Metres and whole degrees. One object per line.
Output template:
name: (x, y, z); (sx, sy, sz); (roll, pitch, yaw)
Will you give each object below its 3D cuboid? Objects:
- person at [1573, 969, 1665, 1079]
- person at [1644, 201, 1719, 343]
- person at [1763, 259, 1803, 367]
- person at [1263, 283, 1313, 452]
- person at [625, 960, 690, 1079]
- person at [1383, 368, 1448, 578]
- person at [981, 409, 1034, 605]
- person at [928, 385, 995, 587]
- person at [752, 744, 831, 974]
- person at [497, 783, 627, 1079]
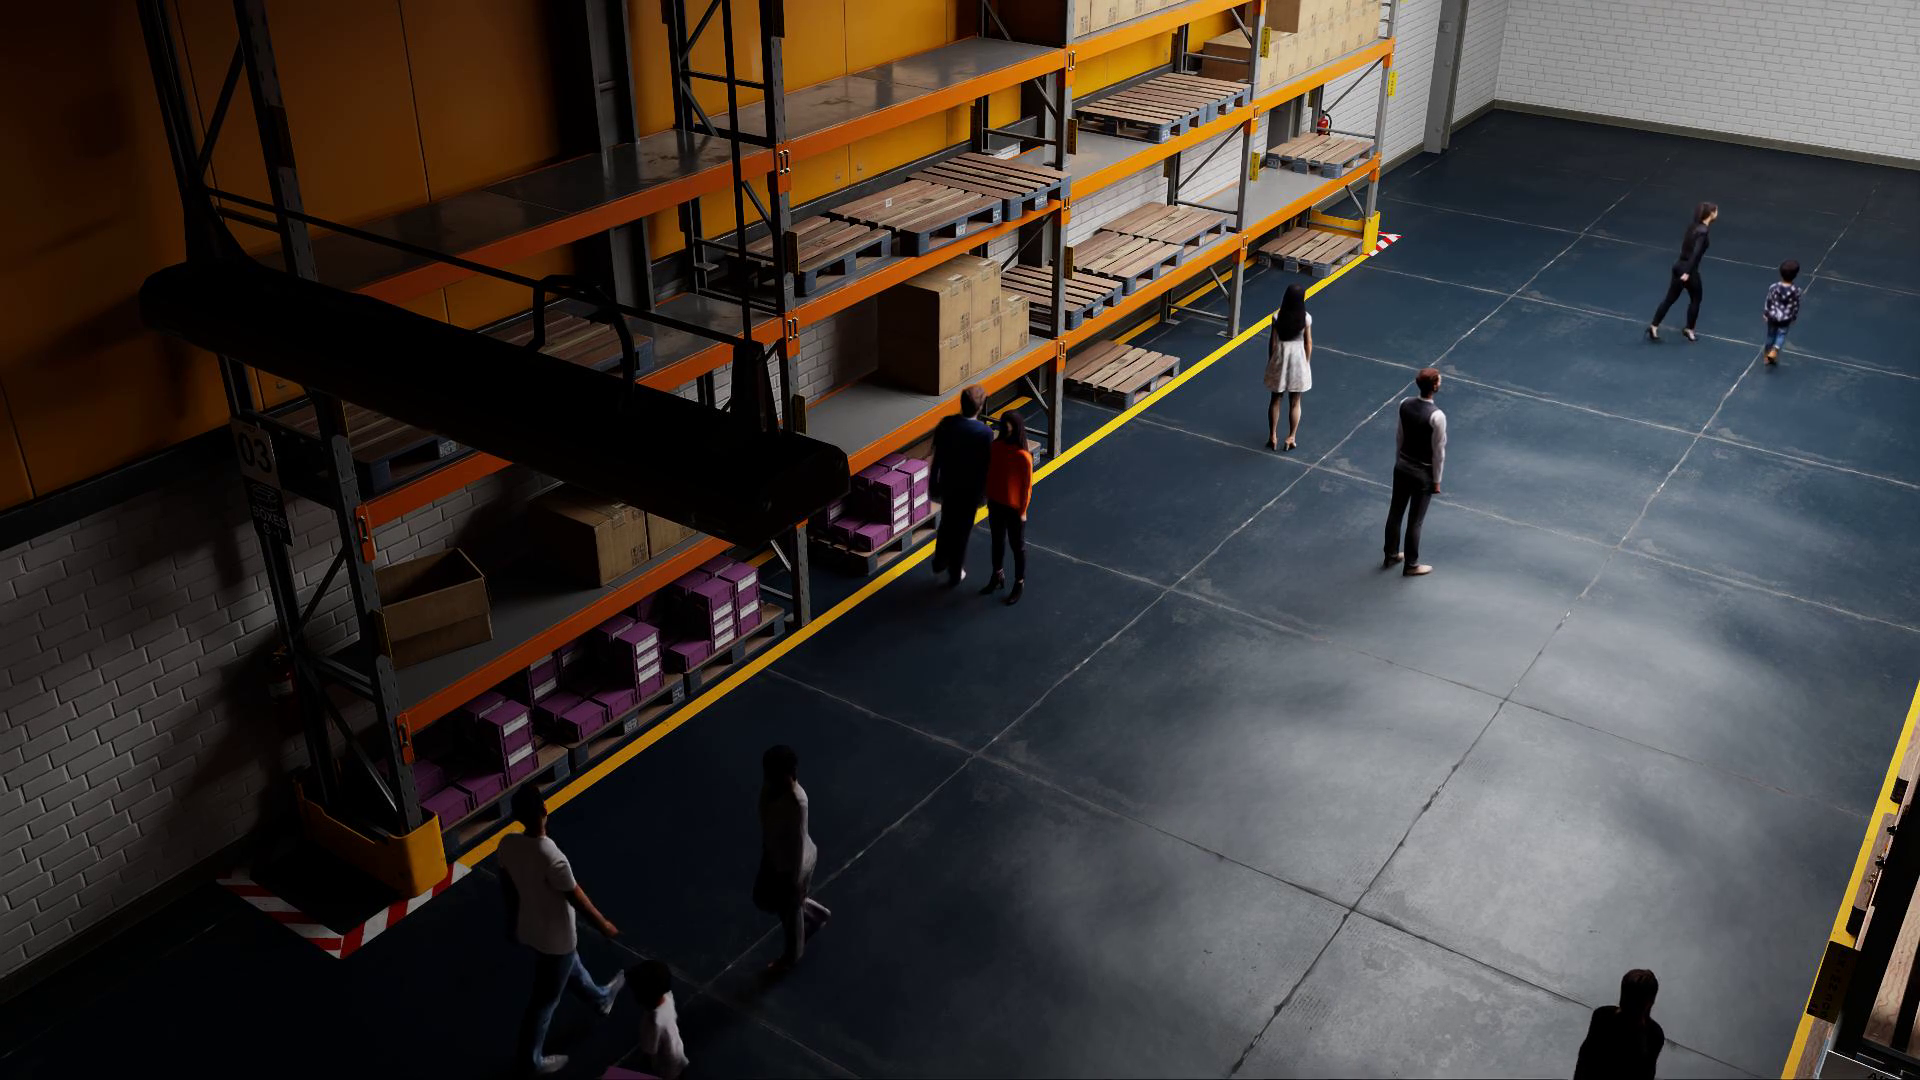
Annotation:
person: (3.414, 2.805, 8.655); (0.545, 1.533, 0.960); (18, 33, 29)
person: (8.354, -3.079, 19.301); (0.905, 1.666, 0.902); (5, 29, 8)
person: (9.253, -2.544, 18.760); (0.490, 1.245, 0.625); (19, 34, 31)
person: (3.305, -1.740, 16.734); (0.742, 1.775, 0.757); (7, 29, 12)
person: (-1.539, 2.769, 9.016); (0.699, 1.250, 0.650); (0, 29, -1)
person: (3.967, -0.607, 14.486); (0.700, 1.939, 0.731); (-18, 33, -29)
person: (0.412, -0.302, 14.125); (0.641, 1.749, 0.584); (24, 36, 36)
person: (-0.009, -0.400, 14.209); (0.811, 1.840, 0.787); (7, 29, 12)
person: (-0.968, 1.893, 10.096); (0.844, 1.754, 0.784); (-17, 33, -28)
person: (-2.387, 2.270, 9.355); (0.797, 1.801, 1.173); (25, 37, 38)
